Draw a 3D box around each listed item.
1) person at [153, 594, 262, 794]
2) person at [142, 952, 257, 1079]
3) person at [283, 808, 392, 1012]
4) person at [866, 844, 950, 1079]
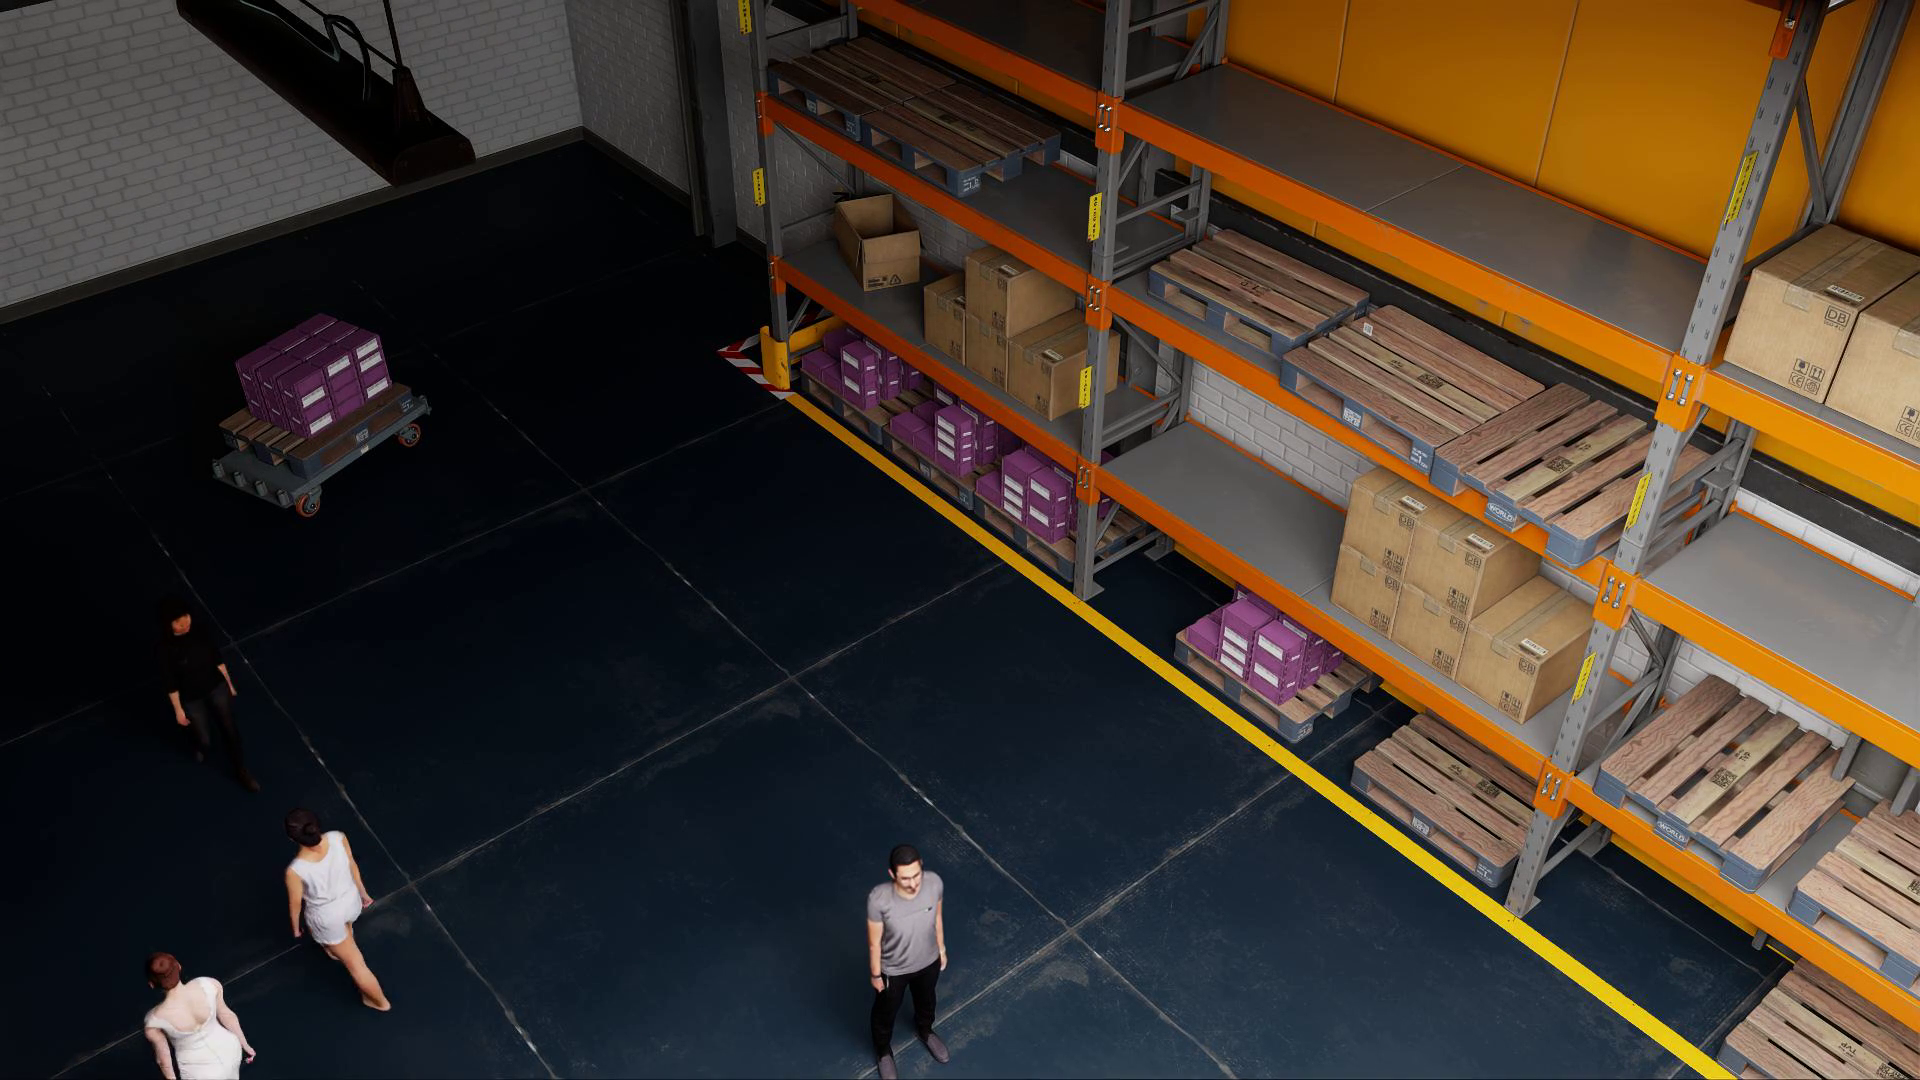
[{"bbox_3d":[-5.029,0.984,10.934,0.876,1.633,0.653,28,47,31],"label":"person"},{"bbox_3d":[-3.799,2.786,8.569,1.051,1.768,0.674,30,48,32],"label":"person"},{"bbox_3d":[-3.524,2.154,9.513,1.034,1.577,0.779,21,43,24],"label":"person"},{"bbox_3d":[-0.295,2.300,9.188,0.660,1.755,0.615,-18,42,-21],"label":"person"}]
